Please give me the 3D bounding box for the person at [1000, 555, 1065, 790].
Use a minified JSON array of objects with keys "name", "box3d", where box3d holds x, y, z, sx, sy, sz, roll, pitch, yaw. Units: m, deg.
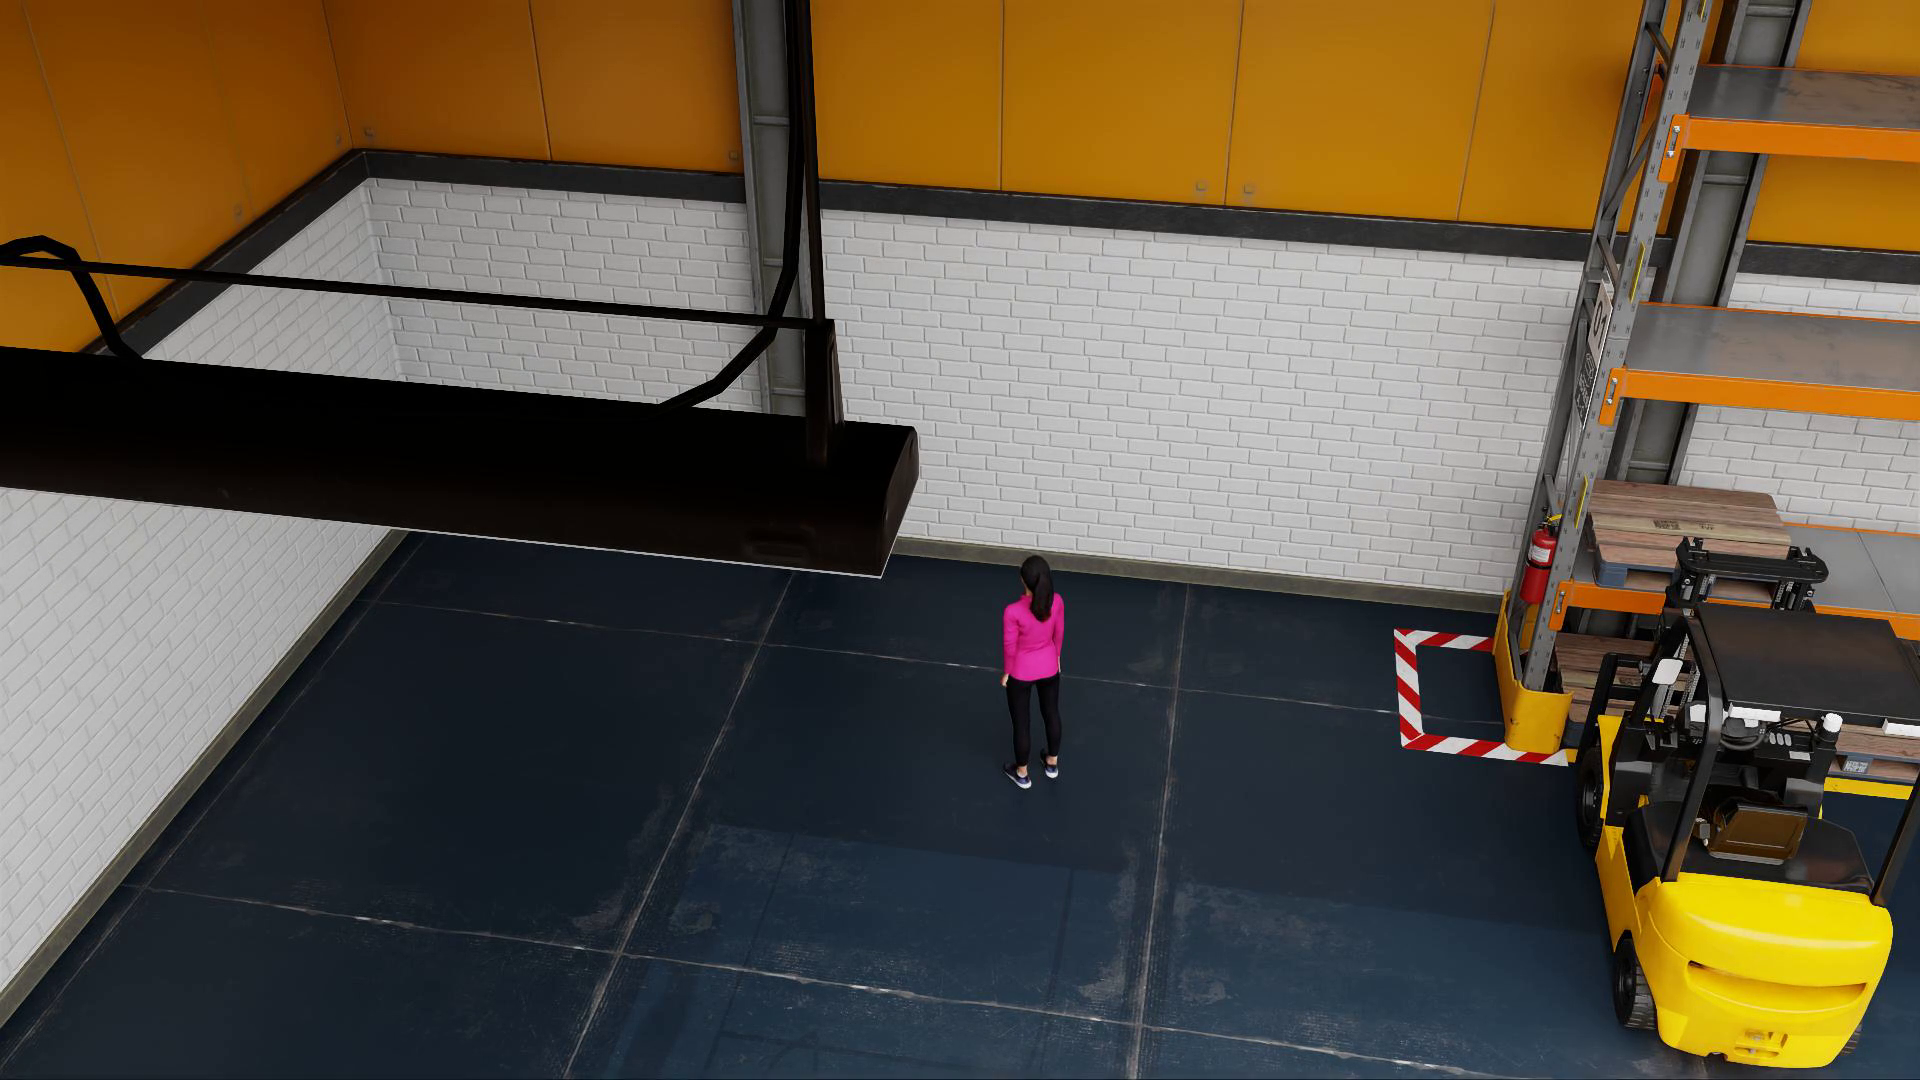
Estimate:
[{"name":"person","box3d":[0.463,0.822,10.412,0.661,1.698,0.742,-14,36,-20]}]
